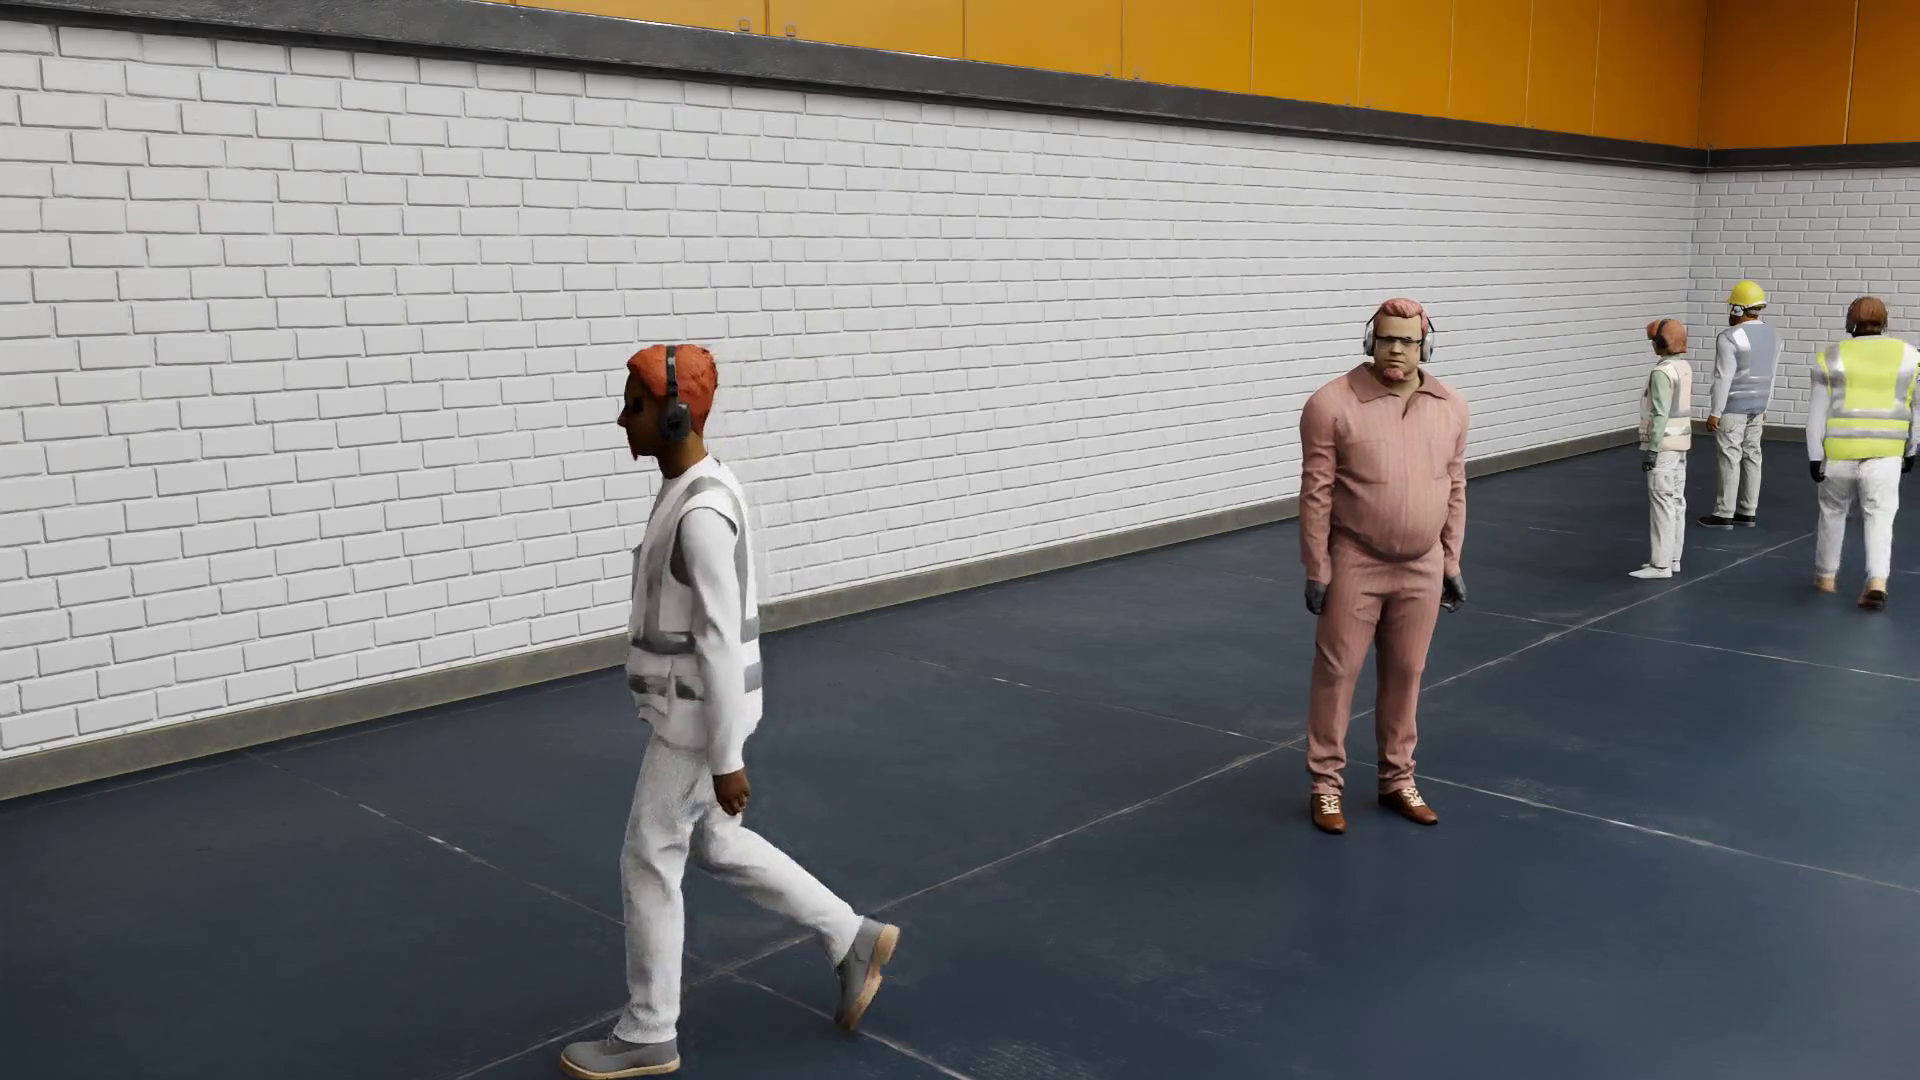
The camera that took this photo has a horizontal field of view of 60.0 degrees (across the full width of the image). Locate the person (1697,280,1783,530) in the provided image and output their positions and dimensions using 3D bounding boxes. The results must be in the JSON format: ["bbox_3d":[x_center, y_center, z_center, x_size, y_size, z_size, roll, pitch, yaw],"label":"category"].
[{"bbox_3d":[5.762,-0.993,12.314,0.590,1.837,0.404,-5,11,-26],"label":"person"}]

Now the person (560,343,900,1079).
[{"bbox_3d":[-0.584,0.432,4.158,0.804,1.857,0.581,-1,10,-7],"label":"person"}]

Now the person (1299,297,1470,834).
[{"bbox_3d":[1.523,0.094,5.938,0.643,1.905,0.400,-2,10,-12],"label":"person"}]

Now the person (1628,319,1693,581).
[{"bbox_3d":[4.421,-0.564,10.445,0.314,1.636,0.517,8,13,39],"label":"person"}]

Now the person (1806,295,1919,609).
[{"bbox_3d":[5.291,-0.522,9.738,0.625,1.809,0.903,4,11,22],"label":"person"}]
